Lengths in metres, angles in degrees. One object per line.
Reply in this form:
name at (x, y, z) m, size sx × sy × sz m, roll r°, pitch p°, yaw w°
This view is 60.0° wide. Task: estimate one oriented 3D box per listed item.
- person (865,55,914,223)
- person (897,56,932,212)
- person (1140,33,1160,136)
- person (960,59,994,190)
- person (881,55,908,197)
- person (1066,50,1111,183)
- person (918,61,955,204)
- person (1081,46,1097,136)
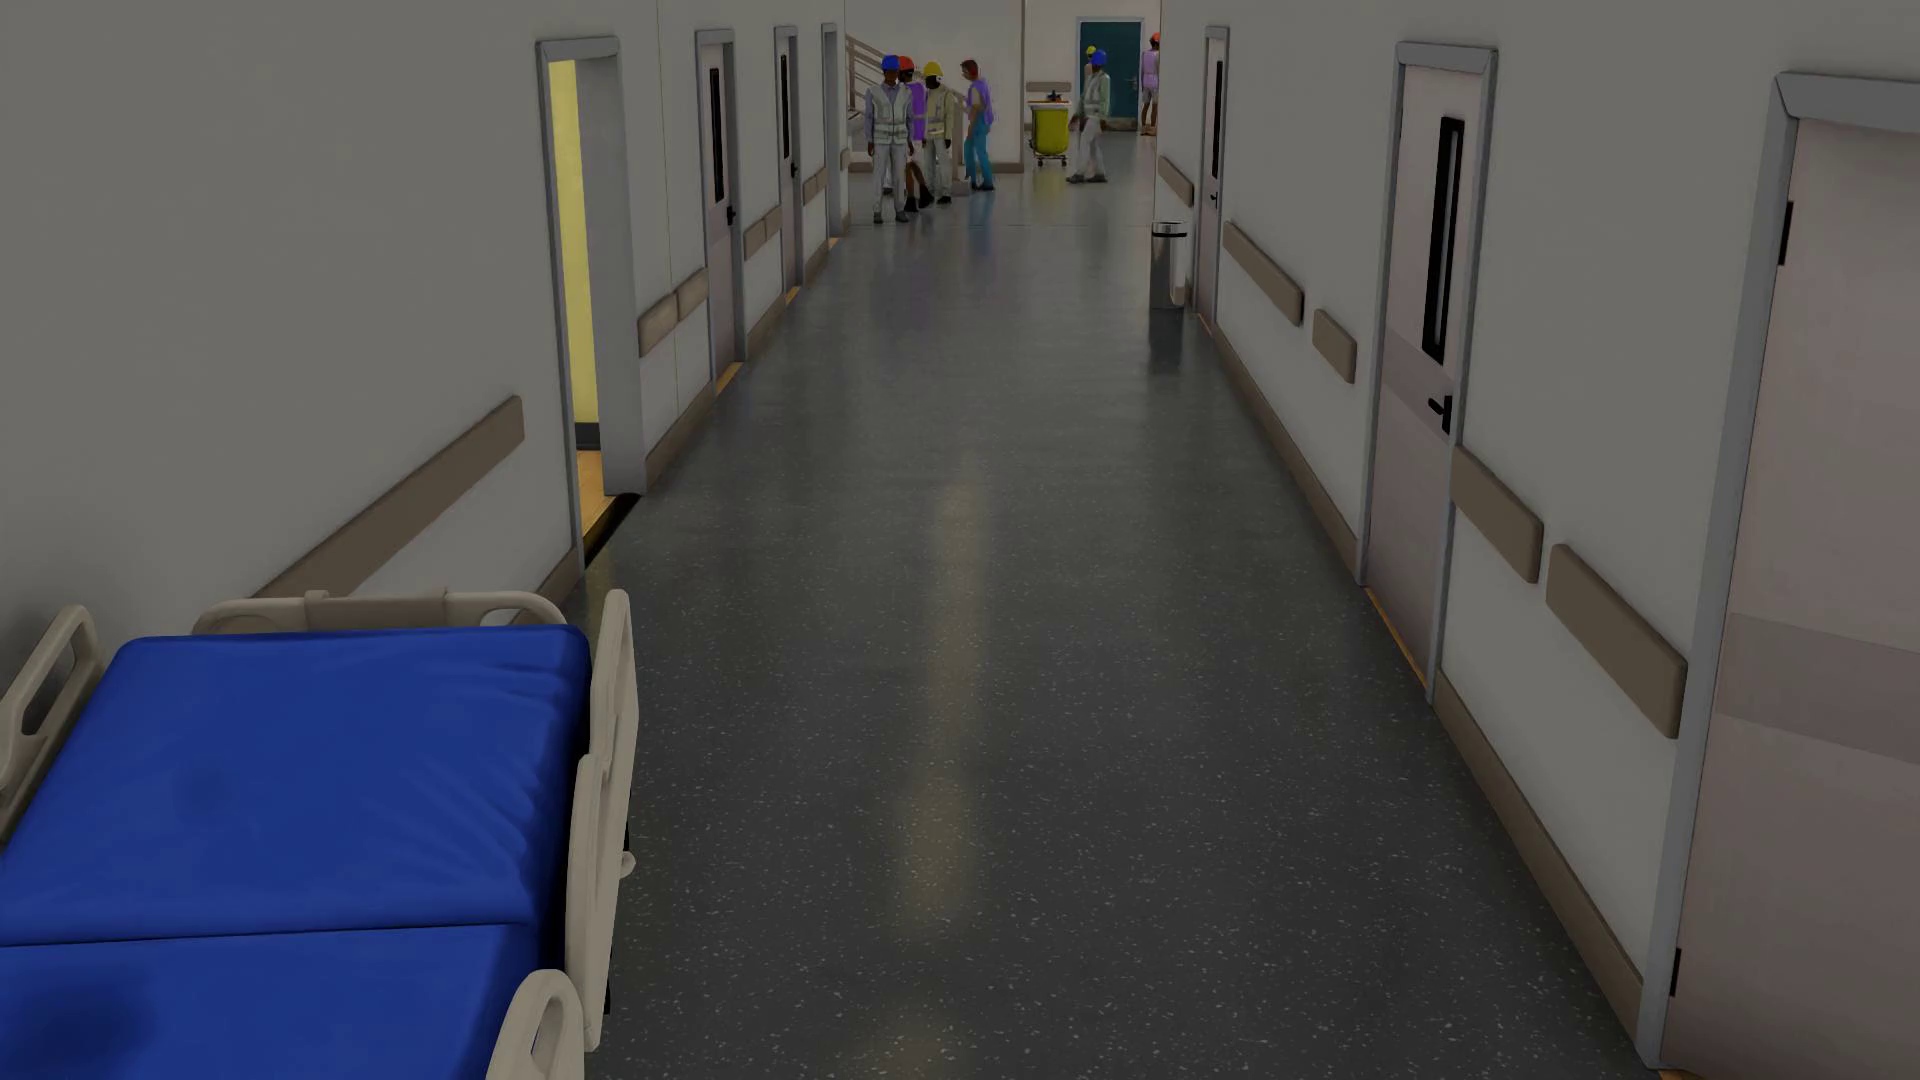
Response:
person at (-0.835, -4.762, 19.805) m, size 0.602 × 1.951 × 0.380 m, roll -6°, pitch 18°, yaw -17°
person at (-0.630, -5.085, 20.874) m, size 0.426 × 1.916 × 0.567 m, roll 16°, pitch 24°, yaw 42°
person at (3.921, -9.206, 33.649) m, size 0.409 × 2.029 × 0.613 m, roll -16°, pitch 23°, yaw -40°
person at (0.170, -5.813, 23.356) m, size 0.700 × 1.802 × 0.640 m, roll 2°, pitch 18°, yaw 5°
person at (-0.904, -5.615, 22.599) m, size 0.361 × 1.883 × 0.574 m, roll -13°, pitch 22°, yaw -36°
person at (1.891, -6.193, 24.387) m, size 0.635 × 1.898 × 0.670 m, roll -2°, pitch 18°, yaw -6°
person at (-0.332, -5.333, 21.818) m, size 0.590 × 1.823 × 0.405 m, roll 14°, pitch 23°, yaw 38°
person at (2.659, -9.111, 33.768) m, size 0.309 × 1.772 × 0.525 m, roll 12°, pitch 21°, yaw 32°
